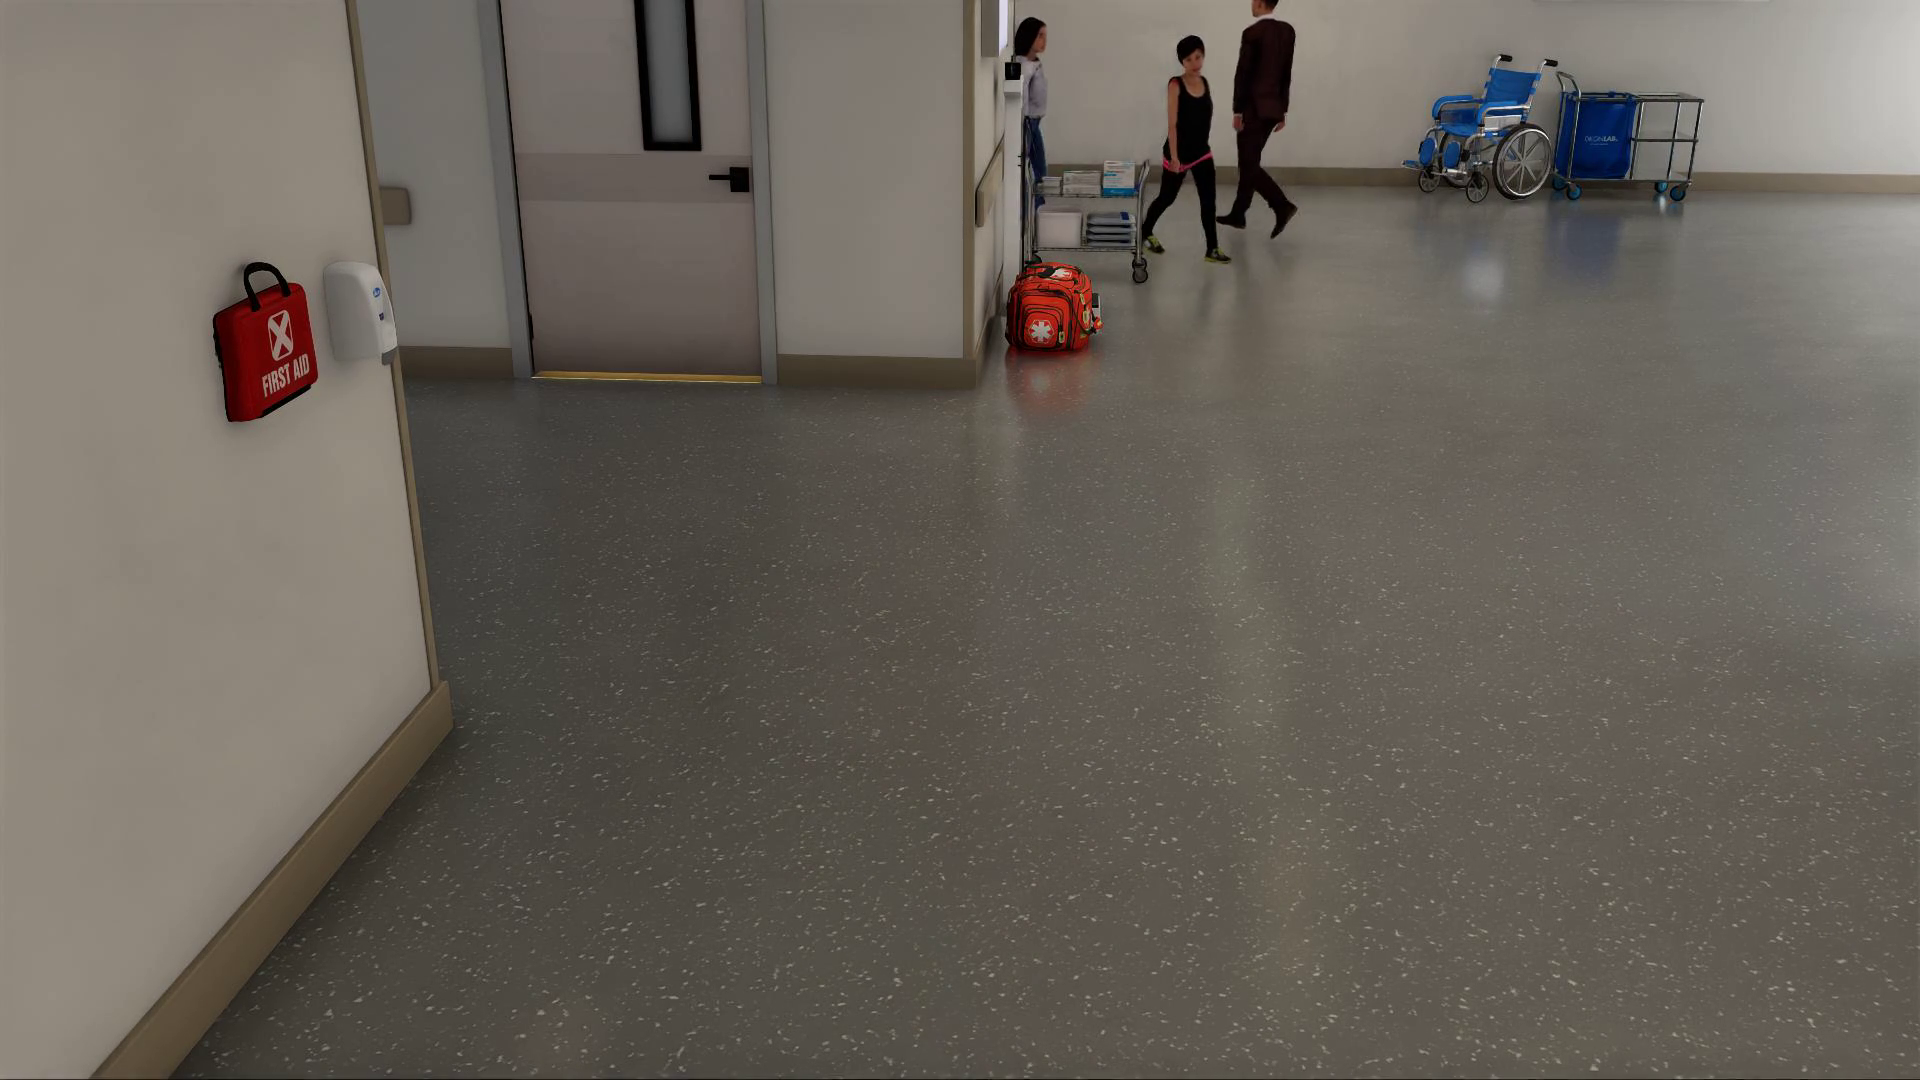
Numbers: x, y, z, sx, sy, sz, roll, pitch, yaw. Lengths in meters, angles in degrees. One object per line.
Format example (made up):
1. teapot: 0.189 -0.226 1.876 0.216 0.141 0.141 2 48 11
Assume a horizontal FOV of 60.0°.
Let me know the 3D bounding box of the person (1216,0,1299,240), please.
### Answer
1. person: 2.265 -3.172 12.353 1.173 1.836 1.240 -16 26 -36

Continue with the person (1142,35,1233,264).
1. person: 1.505 -2.680 11.508 0.992 1.514 1.076 -16 26 -35
